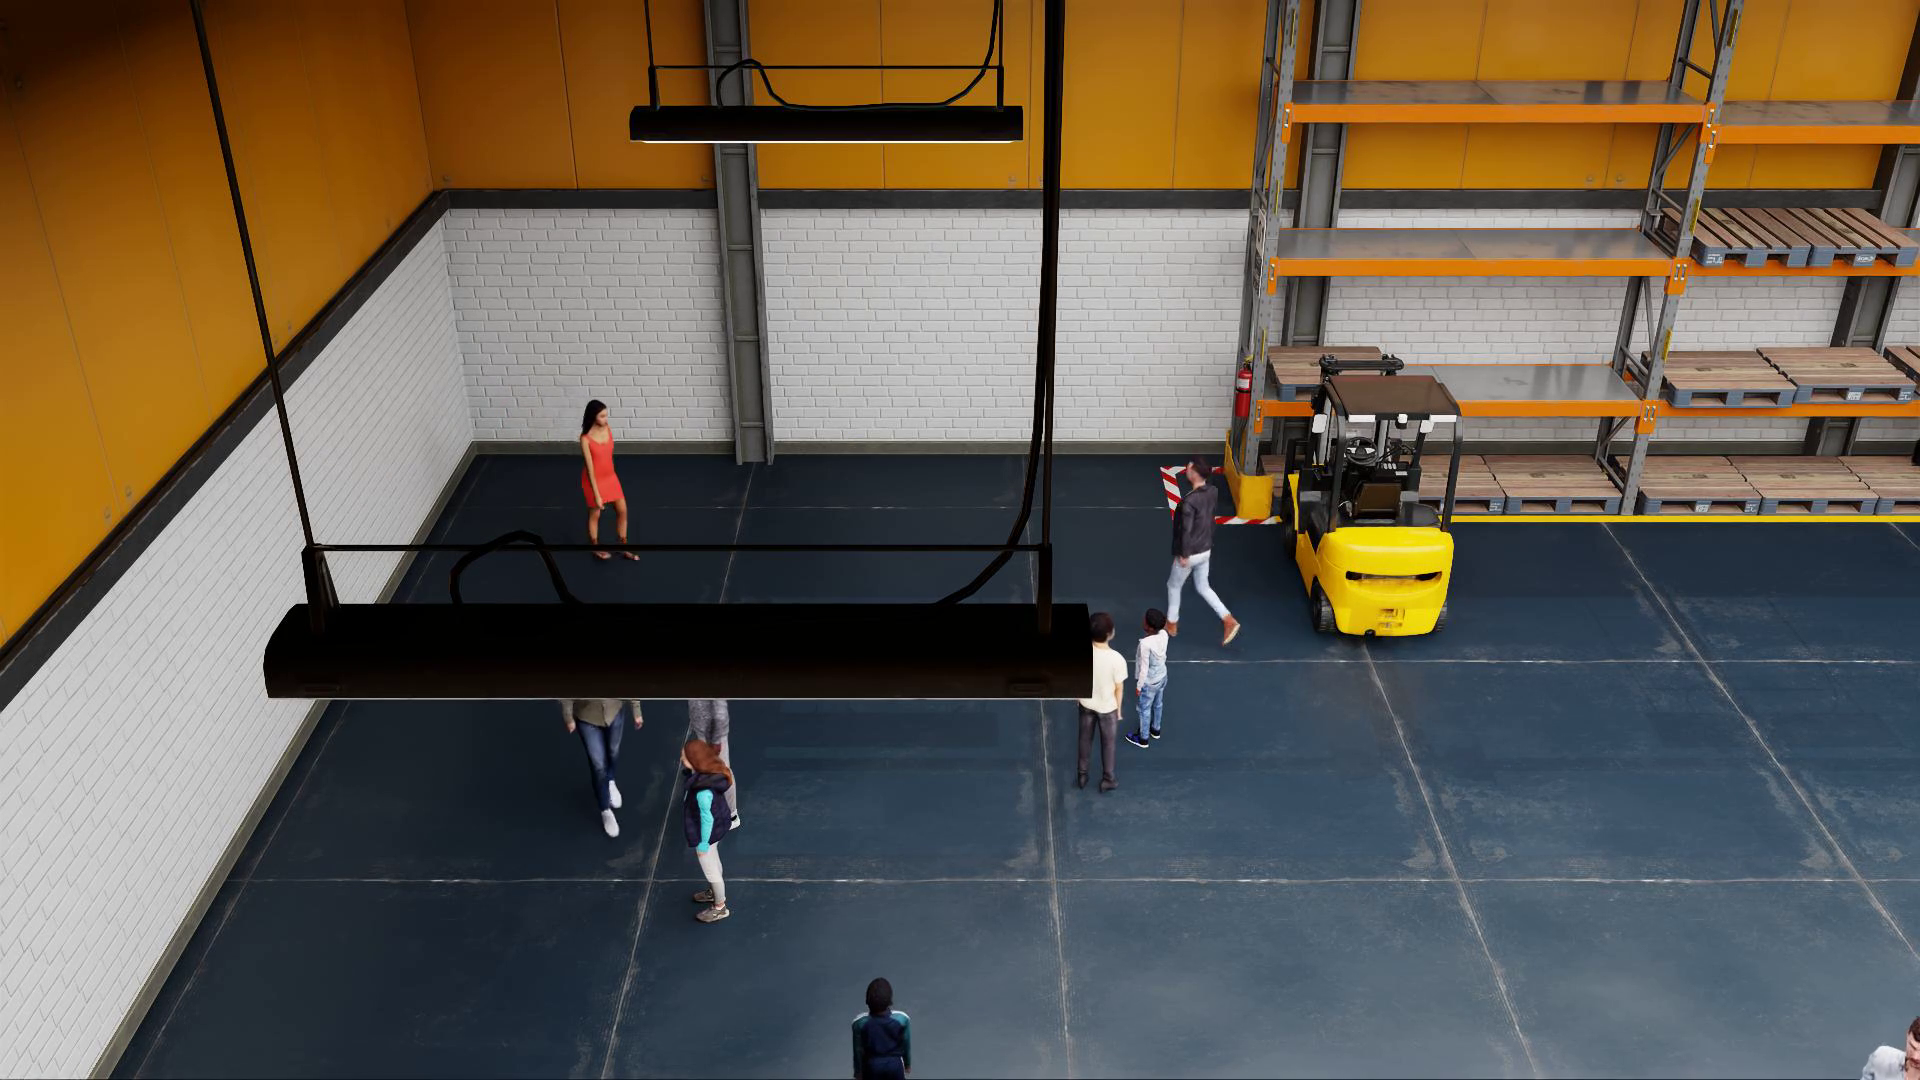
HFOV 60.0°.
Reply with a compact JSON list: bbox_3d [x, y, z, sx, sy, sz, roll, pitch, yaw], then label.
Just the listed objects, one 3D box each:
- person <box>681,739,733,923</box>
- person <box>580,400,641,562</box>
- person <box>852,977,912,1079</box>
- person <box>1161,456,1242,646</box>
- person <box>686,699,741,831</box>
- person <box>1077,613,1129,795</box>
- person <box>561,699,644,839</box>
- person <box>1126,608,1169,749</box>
[{"bbox_3d":[-1.791,2.023,11.717,0.637,1.501,0.624,-6,29,-10],"label":"person"},{"bbox_3d":[-3.591,-0.576,16.277,0.927,1.696,0.840,19,34,31],"label":"person"},{"bbox_3d":[-0.471,3.122,9.958,0.444,1.256,0.589,-4,29,-8],"label":"person"},{"bbox_3d":[2.164,0.132,14.861,1.180,1.810,1.087,23,36,35],"label":"person"},{"bbox_3d":[-1.861,1.382,12.539,0.696,1.838,0.752,-11,31,-20],"label":"person"},{"bbox_3d":[1.086,1.276,12.995,0.580,1.588,0.715,14,32,24],"label":"person"},{"bbox_3d":[-2.776,1.278,12.734,1.032,1.834,1.038,-16,33,-27],"label":"person"},{"bbox_3d":[1.559,1.114,13.634,0.630,1.260,0.570,25,38,38],"label":"person"}]
